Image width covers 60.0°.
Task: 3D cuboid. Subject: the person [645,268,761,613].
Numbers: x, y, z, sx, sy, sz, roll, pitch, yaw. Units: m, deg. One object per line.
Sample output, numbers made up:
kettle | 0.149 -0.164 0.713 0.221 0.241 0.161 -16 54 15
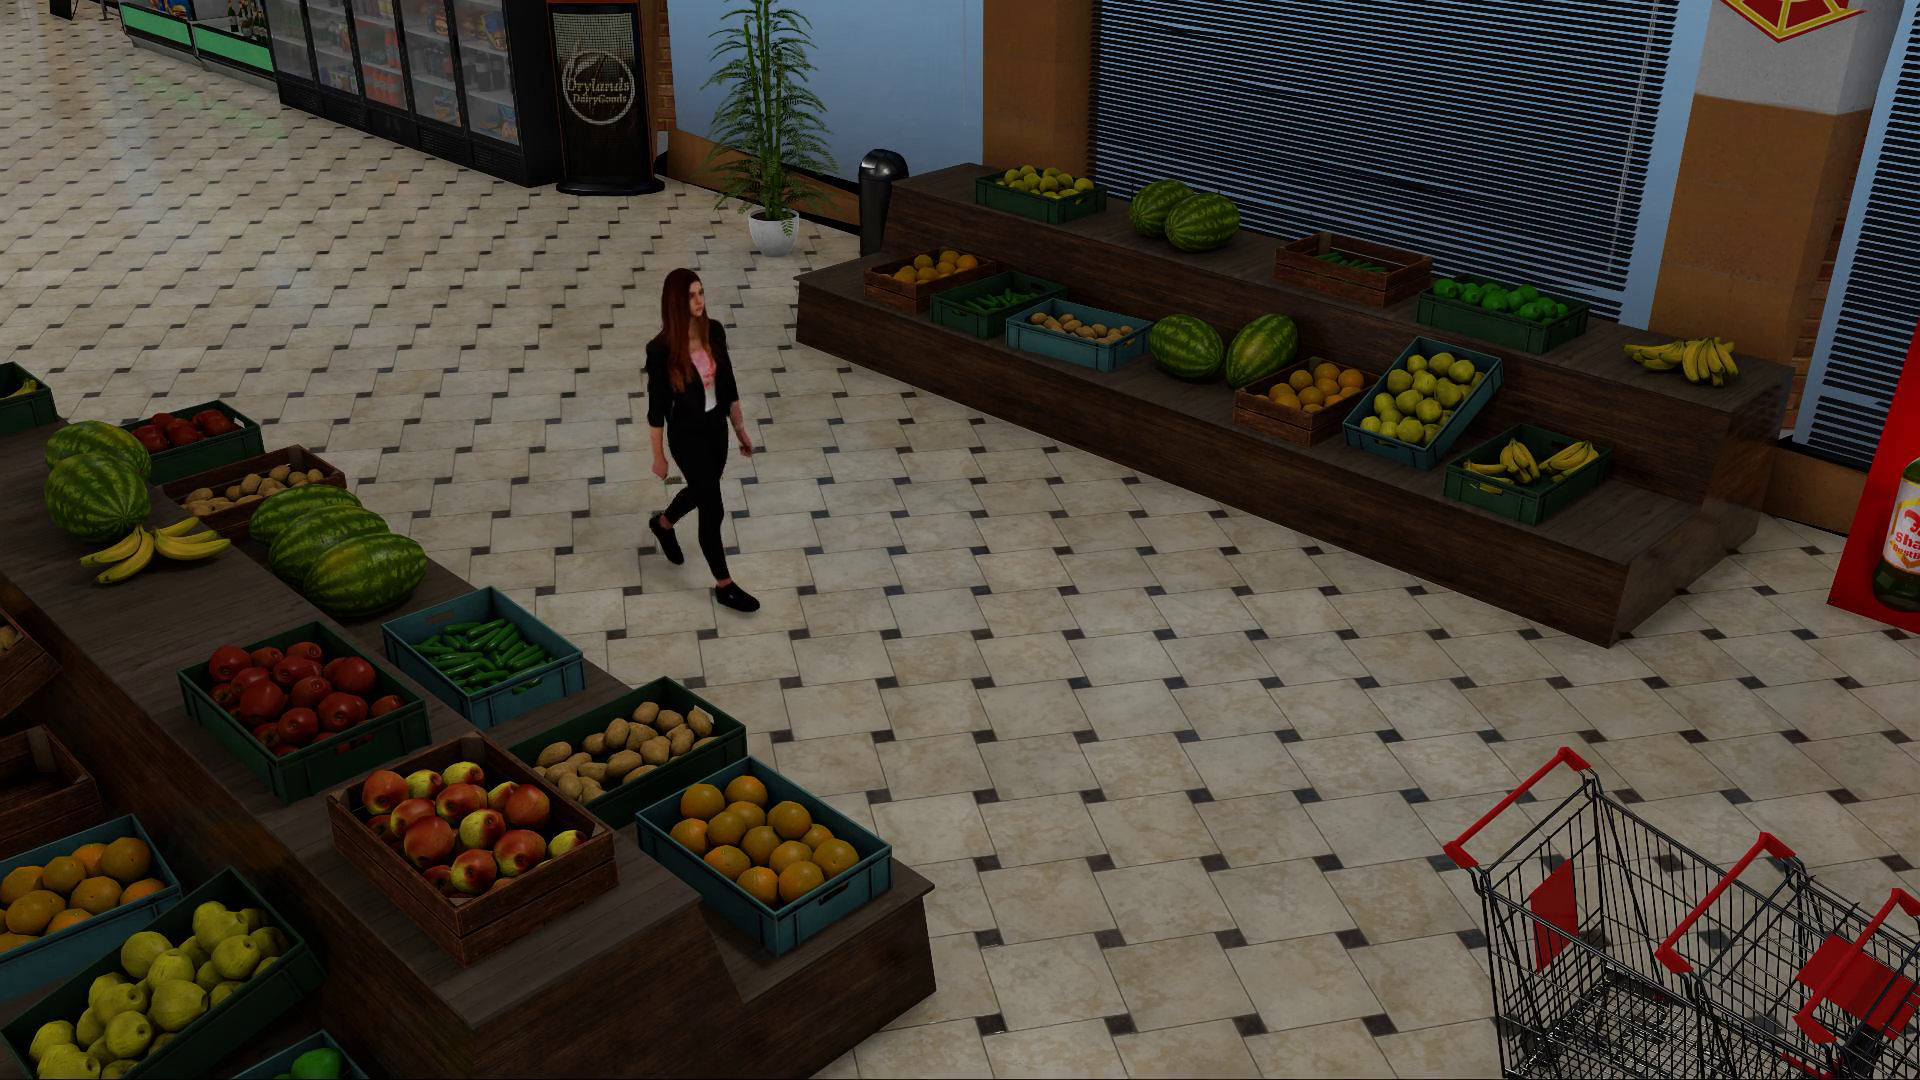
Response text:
person | -1.332 -0.513 8.093 1.118 1.684 0.659 21 34 35
